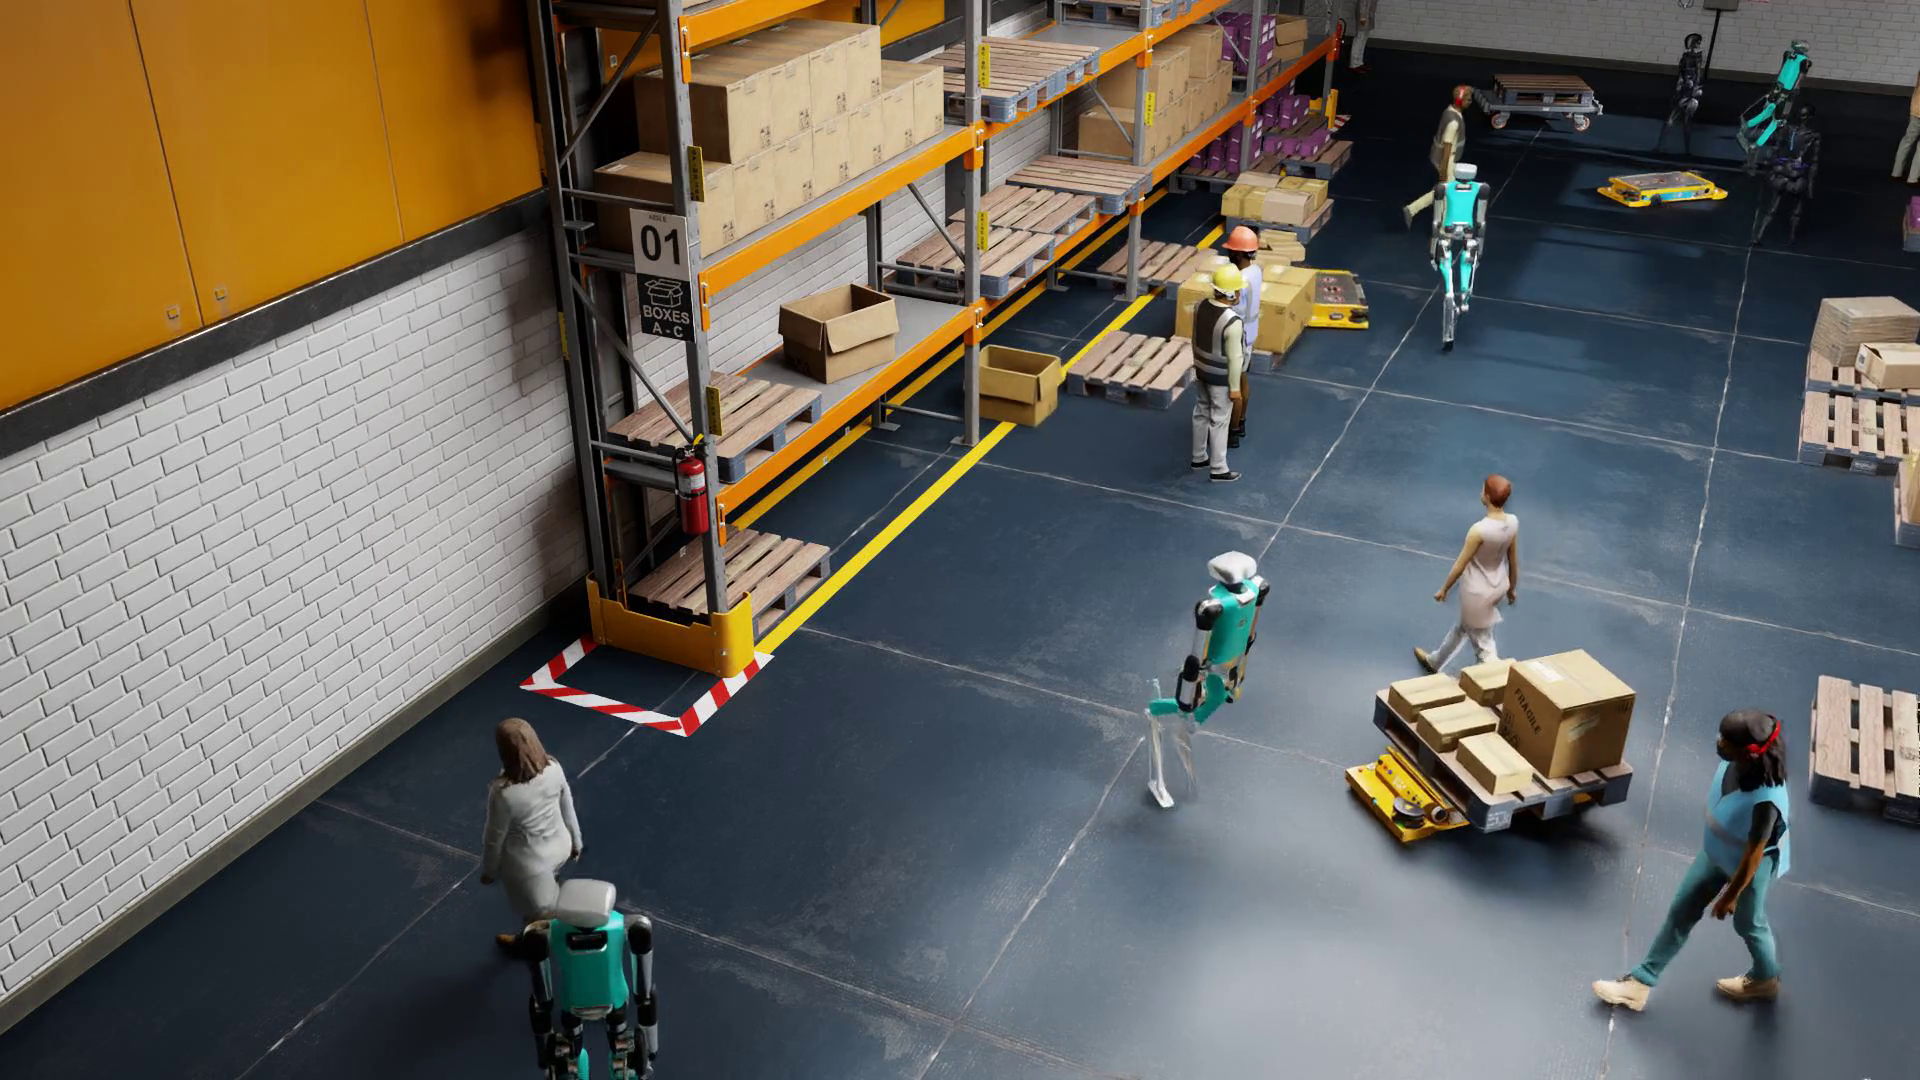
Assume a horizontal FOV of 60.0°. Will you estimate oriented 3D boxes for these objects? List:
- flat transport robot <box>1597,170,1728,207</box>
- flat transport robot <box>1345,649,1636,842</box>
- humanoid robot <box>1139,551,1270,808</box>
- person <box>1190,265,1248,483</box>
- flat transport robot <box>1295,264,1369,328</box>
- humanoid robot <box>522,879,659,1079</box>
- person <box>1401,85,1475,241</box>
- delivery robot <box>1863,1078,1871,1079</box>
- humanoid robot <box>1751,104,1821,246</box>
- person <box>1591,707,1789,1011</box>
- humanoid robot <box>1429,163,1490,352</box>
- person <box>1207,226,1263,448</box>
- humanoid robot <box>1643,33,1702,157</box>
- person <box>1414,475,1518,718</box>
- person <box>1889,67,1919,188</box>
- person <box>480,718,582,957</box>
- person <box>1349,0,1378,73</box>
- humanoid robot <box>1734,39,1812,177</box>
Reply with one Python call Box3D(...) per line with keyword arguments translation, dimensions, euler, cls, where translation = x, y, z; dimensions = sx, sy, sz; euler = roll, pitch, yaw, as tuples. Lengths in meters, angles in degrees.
Box3D(translation=(8.839, -4.414, 20.912), dimensions=(1.431, 0.231, 0.659), euler=(-8, 29, -14), cls="flat transport robot")
Box3D(translation=(3.134, 1.435, 10.067), dimensions=(1.431, 0.231, 0.659), euler=(-9, 30, -16), cls="flat transport robot")
Box3D(translation=(1.335, 0.826, 9.719), dimensions=(0.533, 1.846, 0.760), euler=(-23, 36, -35), cls="humanoid robot")
Box3D(translation=(2.122, -1.365, 13.611), dimensions=(0.404, 1.834, 0.590), euler=(-13, 31, -22), cls="person")
Box3D(translation=(3.884, -2.555, 17.466), dimensions=(0.659, 0.231, 1.431), euler=(3, 28, 5), cls="flat transport robot")
Box3D(translation=(-1.499, 2.348, 6.880), dimensions=(0.549, 1.811, 0.891), euler=(-4, 29, -7), cls="humanoid robot")
Box3D(translation=(5.562, -4.346, 19.154), dimensions=(0.686, 1.813, 0.583), euler=(4, 29, 8), cls="person")
Box3D(translation=(4.319, 2.725, 7.395), dimensions=(0.818, 0.614, 0.499), euler=(16, 32, 27), cls="delivery robot")
Box3D(translation=(9.475, -4.163, 18.995), dimensions=(0.595, 1.658, 0.599), euler=(-16, 32, -27), cls="humanoid robot")
Box3D(translation=(3.756, 1.581, 8.178), dimensions=(0.985, 1.818, 0.530), euler=(-5, 29, -9), cls="person")
Box3D(translation=(4.867, -2.698, 16.217), dimensions=(0.552, 1.762, 0.981), euler=(3, 29, 6), cls="humanoid robot")
Box3D(translation=(2.344, -1.722, 14.166), dimensions=(0.357, 1.937, 0.545), euler=(12, 31, 21), cls="person")
Box3D(translation=(9.665, -5.936, 22.275), dimensions=(0.662, 1.642, 0.612), euler=(-1, 28, -1), cls="humanoid robot")
Box3D(translation=(3.339, 0.334, 10.697), dimensions=(0.452, 1.608, 0.901), euler=(-18, 33, -30), cls="person")
Box3D(translation=(12.271, -5.427, 21.117), dimensions=(0.390, 1.870, 0.548), euler=(-8, 29, -14), cls="person")
Box3D(translation=(-2.108, 1.602, 8.336), dimensions=(0.882, 1.615, 0.480), euler=(15, 32, 26), cls="person")
Box3D(translation=(6.561, -8.491, 26.843), dimensions=(0.367, 1.829, 0.510), euler=(16, 32, 28), cls="person")
Box3D(translation=(10.370, -5.490, 21.466), dimensions=(0.799, 1.879, 0.563), euler=(-2, 28, -4), cls="humanoid robot")
